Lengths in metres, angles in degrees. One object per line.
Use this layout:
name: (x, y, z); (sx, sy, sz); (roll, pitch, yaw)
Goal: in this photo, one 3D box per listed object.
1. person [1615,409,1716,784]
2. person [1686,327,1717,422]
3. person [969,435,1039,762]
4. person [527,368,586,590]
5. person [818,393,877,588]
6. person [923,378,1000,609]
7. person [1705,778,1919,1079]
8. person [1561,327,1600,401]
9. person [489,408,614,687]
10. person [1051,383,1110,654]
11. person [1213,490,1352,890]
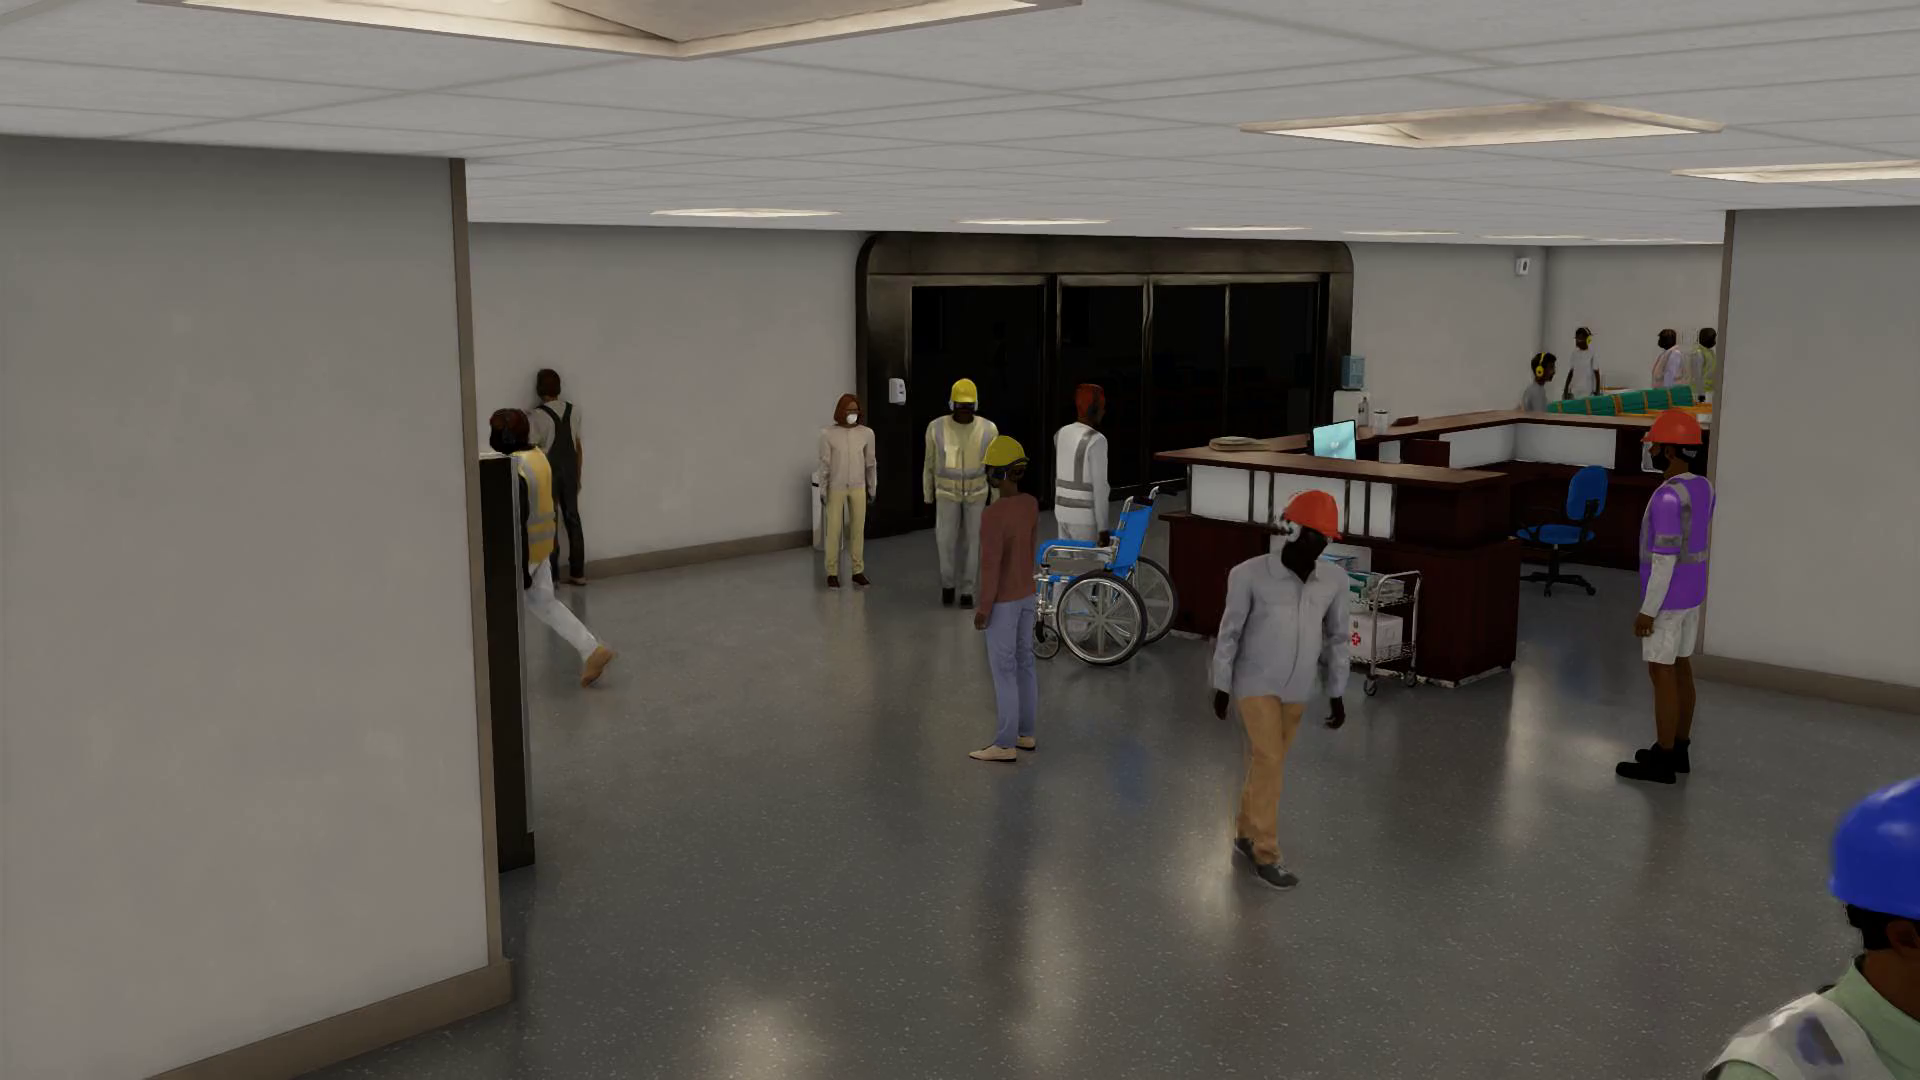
person: (3.661, 0.291, 8.631); (0.361, 1.940, 0.543); (9, 13, 43)
person: (10.727, -2.159, 24.030); (0.437, 1.820, 0.647); (6, 11, 34)
person: (0.244, 0.317, 9.007); (0.308, 1.769, 0.525); (5, 11, 29)
person: (-3.362, -0.501, 13.814); (0.507, 1.841, 0.351); (-9, 13, -43)
person: (-0.939, -0.412, 13.917); (0.506, 1.628, 0.286); (-3, 10, -20)
person: (0.024, -0.352, 12.938); (0.617, 1.814, 0.433); (-1, 9, -4)
person: (1.347, 1.295, 2.461); (0.619, 1.951, 0.395); (-4, 10, -26)
person: (8.636, -2.050, 23.288); (0.746, 1.836, 0.567); (-4, 10, -21)
person: (-2.671, 0.073, 10.377); (0.883, 1.815, 0.619); (1, 9, 6)
person: (0.837, -0.148, 11.530); (0.351, 1.877, 0.583); (-5, 10, -27)
person: (1.417, 0.633, 7.228); (0.586, 1.707, 0.725); (-3, 10, -20)
